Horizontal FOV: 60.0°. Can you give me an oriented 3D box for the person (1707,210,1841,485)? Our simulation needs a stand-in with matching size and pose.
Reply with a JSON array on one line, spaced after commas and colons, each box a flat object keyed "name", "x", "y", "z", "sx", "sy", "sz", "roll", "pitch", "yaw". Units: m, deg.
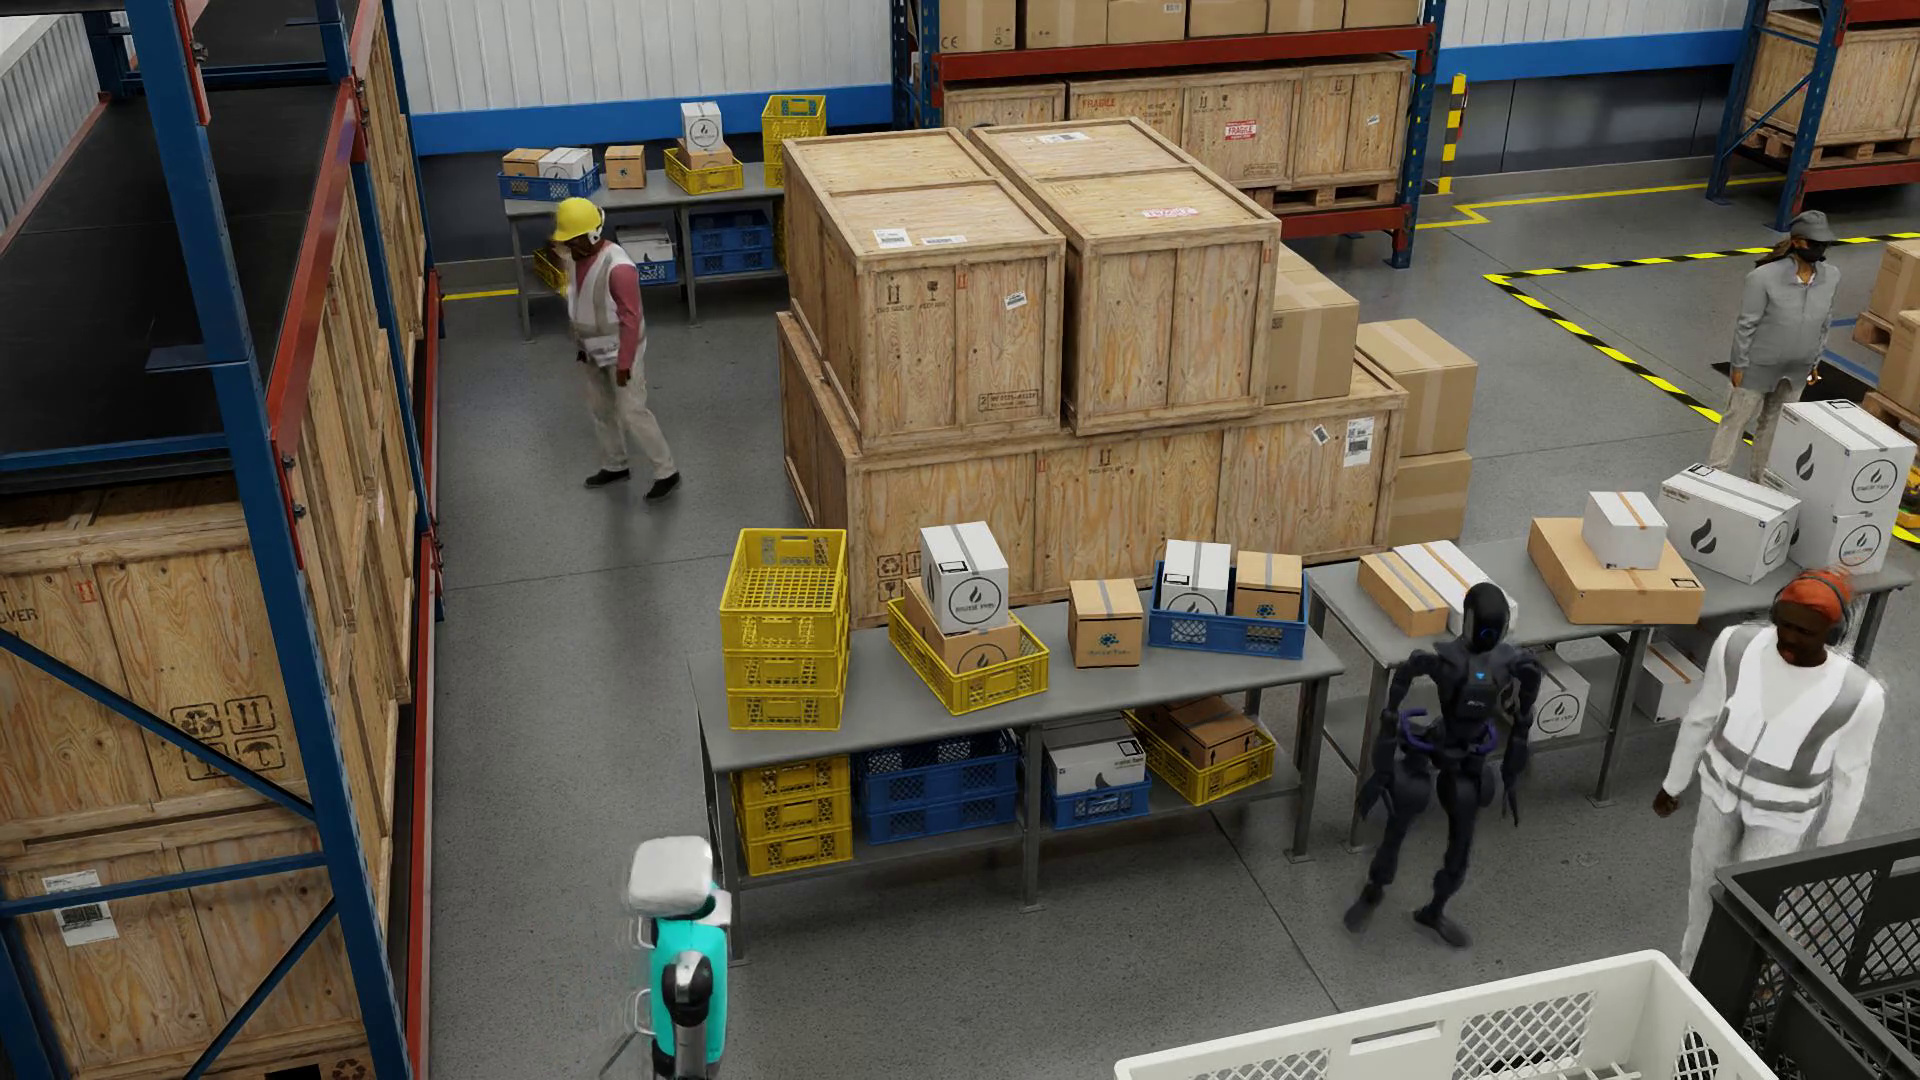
[{"name": "person", "x": 4.576, "y": -0.998, "z": 9.373, "sx": 0.563, "sy": 1.769, "sz": 0.400, "roll": -4, "pitch": 29, "yaw": -8}]

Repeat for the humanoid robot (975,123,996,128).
[{"name": "humanoid robot", "x": 0.134, "y": -2.001, "z": 11.280, "sx": 0.364, "sy": 1.647, "sz": 0.589, "roll": -6, "pitch": 29, "yaw": -10}]

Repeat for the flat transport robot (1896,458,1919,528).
[{"name": "flat transport robot", "x": 5.958, "y": -0.378, "z": 9.774, "sx": 1.431, "sy": 0.197, "sz": 0.652, "roll": -7, "pitch": 30, "yaw": -12}]

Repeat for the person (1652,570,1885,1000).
[{"name": "person", "x": 2.741, "y": 0.929, "z": 5.766, "sx": 0.411, "sy": 1.871, "sz": 0.589, "roll": -20, "pitch": 35, "yaw": -32}]

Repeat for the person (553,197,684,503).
[{"name": "person", "x": -1.973, "y": -1.086, "z": 9.494, "sx": 0.512, "sy": 1.805, "sz": 0.703, "roll": -23, "pitch": 36, "yaw": -35}]

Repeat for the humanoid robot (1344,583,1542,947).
[{"name": "humanoid robot", "x": 1.779, "y": 0.841, "z": 6.142, "sx": 0.607, "sy": 1.643, "sz": 0.411, "roll": 0, "pitch": 29, "yaw": -1}]

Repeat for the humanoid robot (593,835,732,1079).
[{"name": "humanoid robot", "x": -1.019, "y": 1.632, "z": 4.713, "sx": 0.828, "sy": 1.860, "sz": 0.550, "roll": -3, "pitch": 29, "yaw": -6}]
